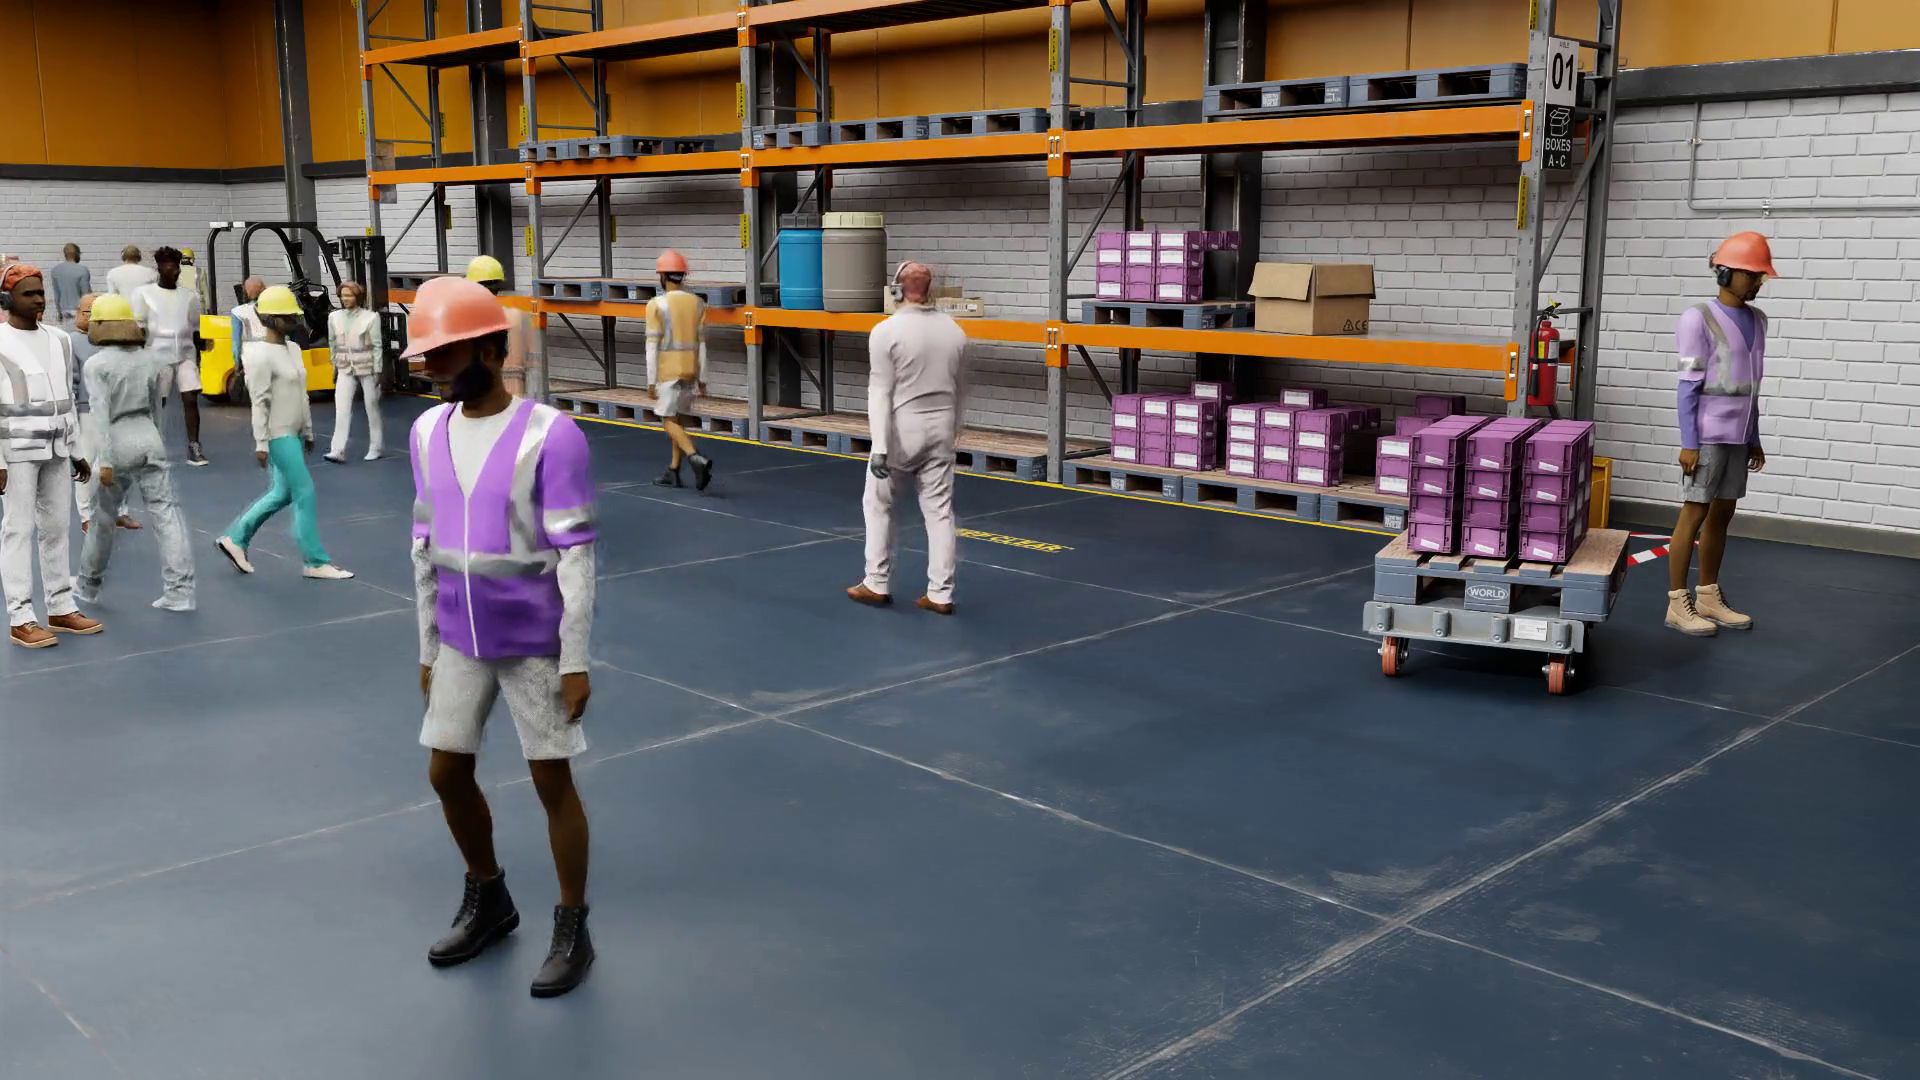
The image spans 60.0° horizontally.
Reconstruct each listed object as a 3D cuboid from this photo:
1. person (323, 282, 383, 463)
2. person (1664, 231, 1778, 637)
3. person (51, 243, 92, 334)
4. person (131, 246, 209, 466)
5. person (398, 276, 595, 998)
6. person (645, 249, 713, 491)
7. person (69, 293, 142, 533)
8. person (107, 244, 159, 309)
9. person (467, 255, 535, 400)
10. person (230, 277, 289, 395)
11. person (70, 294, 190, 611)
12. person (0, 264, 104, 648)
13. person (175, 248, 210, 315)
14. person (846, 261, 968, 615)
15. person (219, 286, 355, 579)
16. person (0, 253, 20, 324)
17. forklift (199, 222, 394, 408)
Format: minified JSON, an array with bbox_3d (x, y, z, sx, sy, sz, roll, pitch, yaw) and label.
[{"bbox_3d":[-5.371,-1.466,14.703,0.545,1.598,0.807,1,10,7],"label":"person"},{"bbox_3d":[3.889,-0.535,8.463,0.605,2.041,0.383,-6,12,-31],"label":"person"},{"bbox_3d":[-12.647,-3.264,23.687,0.632,1.924,0.671,3,11,15],"label":"person"},{"bbox_3d":[-7.031,-1.632,14.745,0.614,1.938,0.868,-10,14,-43],"label":"person"},{"bbox_3d":[-1.245,0.272,4.450,0.578,1.917,0.412,4,11,19],"label":"person"},{"bbox_3d":[-2.198,-1.321,13.103,0.548,1.916,0.796,-10,14,-44],"label":"person"},{"bbox_3d":[-5.852,-0.860,11.340,0.284,1.634,0.498,6,12,30],"label":"person"},{"bbox_3d":[-10.952,-2.965,22.093,0.636,1.917,0.826,-3,11,-17],"label":"person"},{"bbox_3d":[-2.953,-0.863,10.649,0.807,1.903,0.594,9,14,40],"label":"person"},{"bbox_3d":[-6.659,-1.689,15.884,0.513,1.623,0.379,-7,13,-35],"label":"person"},{"bbox_3d":[-4.563,-0.468,9.007,0.901,1.699,0.495,5,12,27],"label":"person"},{"bbox_3d":[-4.591,-0.420,8.268,0.356,1.883,0.573,3,11,17],"label":"person"},{"bbox_3d":[-12.114,-3.678,26.199,0.588,1.822,0.403,-3,11,-16],"label":"person"},{"bbox_3d":[-0.313,-0.553,8.995,0.669,1.878,0.796,-8,13,-37],"label":"person"},{"bbox_3d":[-4.025,-0.624,9.774,0.801,1.736,0.530,0,10,2],"label":"person"},{"bbox_3d":[-8.407,-1.605,14.786,0.922,1.870,0.647,-3,11,-17],"label":"person"},{"bbox_3d":[-8.169,-2.758,20.163,2.313,2.155,1.214,-10,14,-44],"label":"forklift"}]
